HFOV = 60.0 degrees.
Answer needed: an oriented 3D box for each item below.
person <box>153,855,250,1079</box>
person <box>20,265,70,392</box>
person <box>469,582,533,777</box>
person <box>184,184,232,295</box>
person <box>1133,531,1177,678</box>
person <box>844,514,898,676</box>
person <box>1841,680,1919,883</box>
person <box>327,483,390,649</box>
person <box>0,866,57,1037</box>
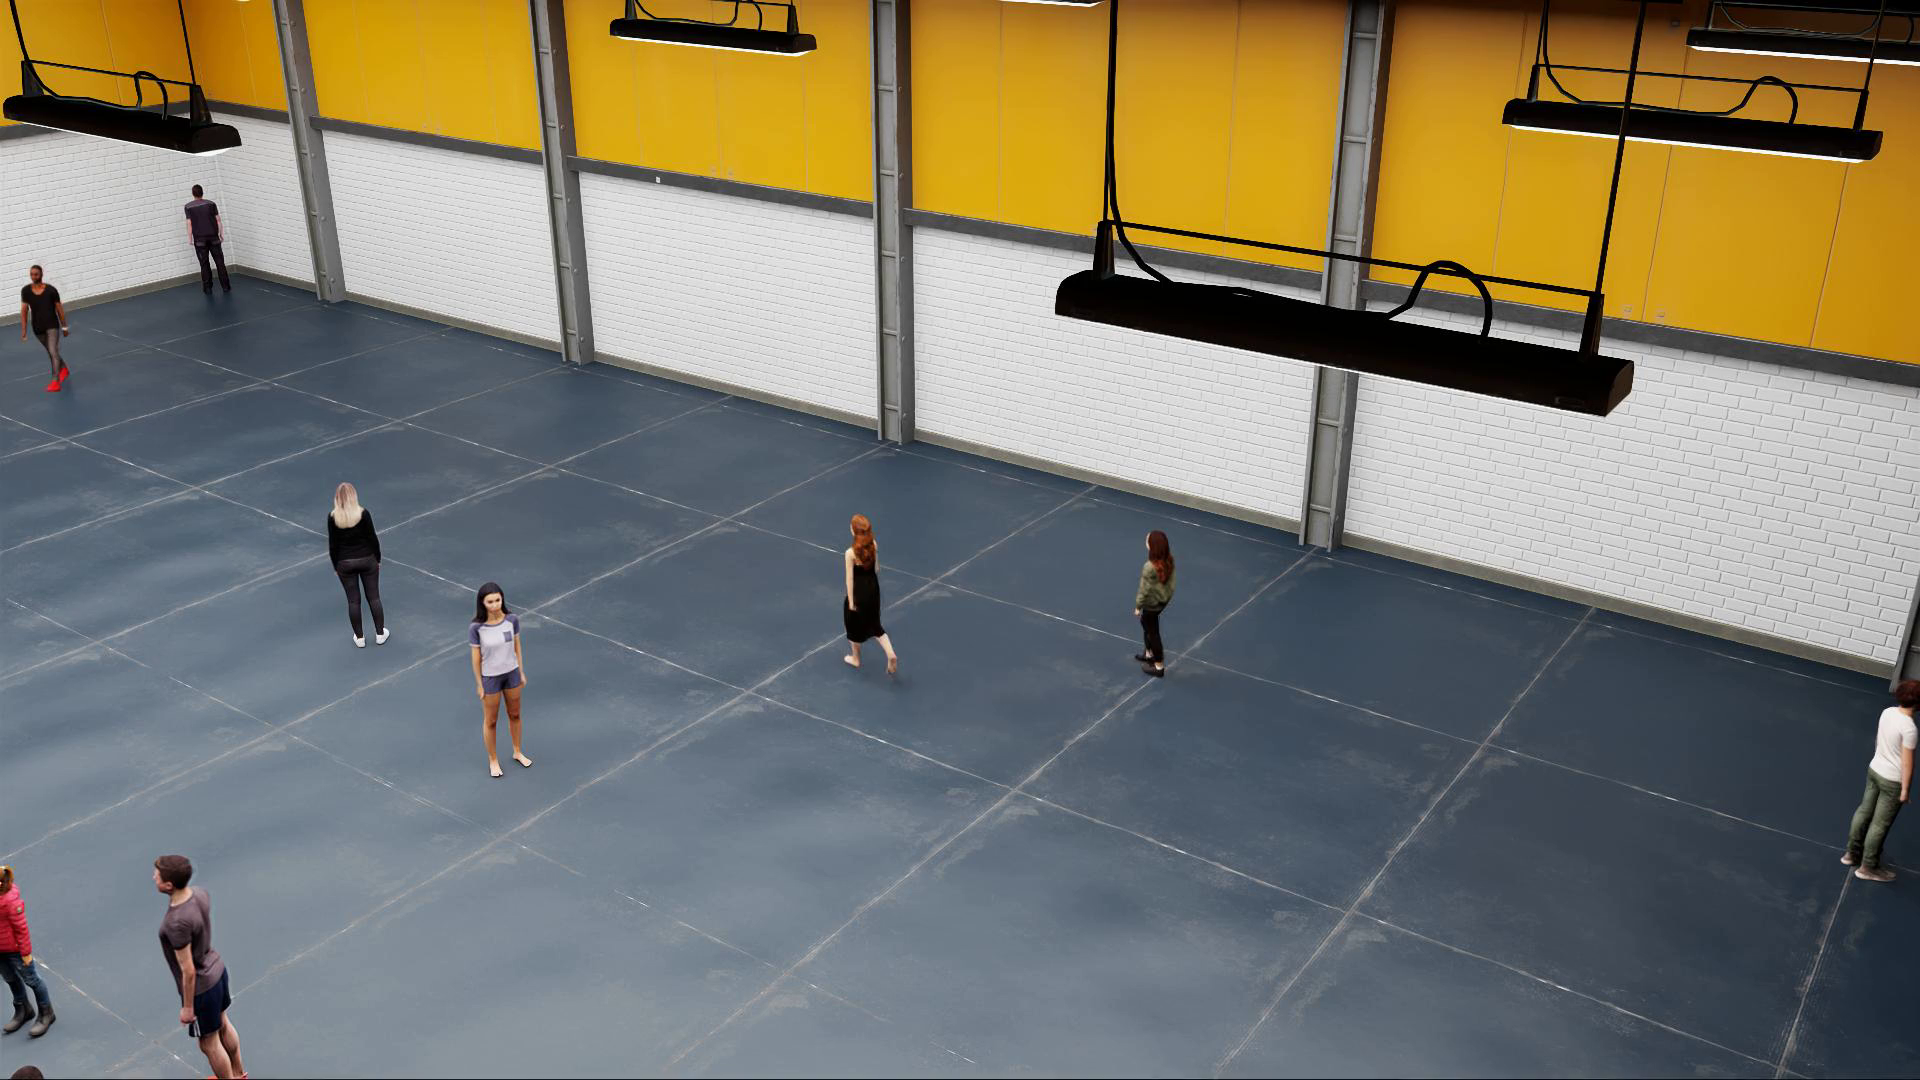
[{"bbox_3d":[-4.704,2.747,10.310,0.774,1.851,0.722,-3,24,-8],"label":"person"},{"bbox_3d":[-12.956,-3.030,23.644,1.218,1.756,1.212,-2,24,-4],"label":"person"},{"bbox_3d":[-3.902,1.155,14.099,0.649,1.733,0.627,-15,28,-31],"label":"person"},{"bbox_3d":[-12.852,-5.145,28.372,0.804,1.844,0.775,-12,26,-25],"label":"person"},{"bbox_3d":[1.900,0.612,15.677,0.595,1.465,0.593,16,28,33],"label":"person"},{"bbox_3d":[-0.855,0.538,15.666,0.695,1.608,0.948,-20,31,-39],"label":"person"},{"bbox_3d":[7.084,1.812,12.696,0.706,1.652,0.668,-1,24,-2],"label":"person"},{"bbox_3d":[-5.896,0.242,16.247,0.698,1.685,0.730,-7,25,-16],"label":"person"},{"bbox_3d":[-6.321,2.702,11.082,0.521,1.315,0.633,5,24,12],"label":"person"}]
